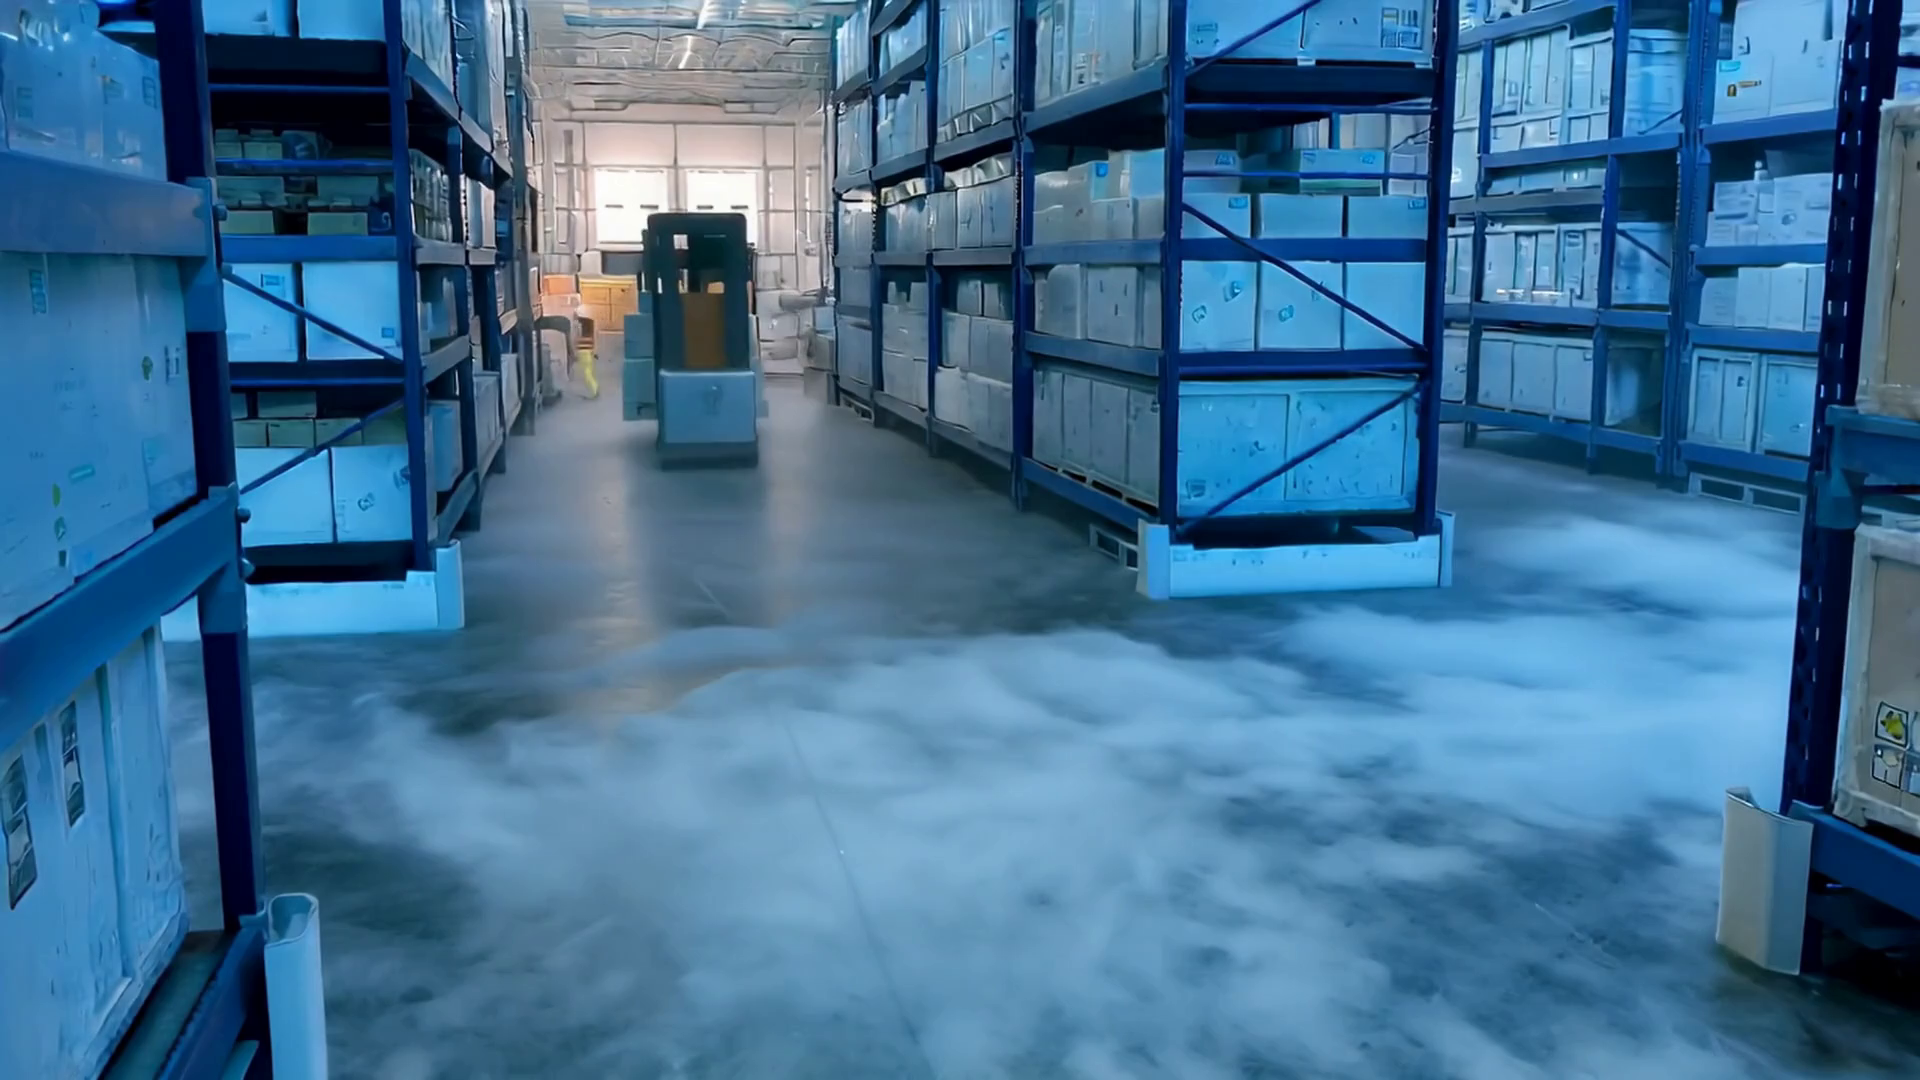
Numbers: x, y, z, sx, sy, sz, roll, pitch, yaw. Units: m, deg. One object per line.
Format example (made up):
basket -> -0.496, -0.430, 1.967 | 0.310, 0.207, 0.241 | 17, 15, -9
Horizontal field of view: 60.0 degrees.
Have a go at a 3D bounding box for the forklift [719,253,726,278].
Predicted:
forklift -> -6.757, -6.590, 44.989 | 1.129, 2.768, 1.873 | -2, 10, -12

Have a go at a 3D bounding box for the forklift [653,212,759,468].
forklift -> -2.906, -2.289, 18.774 | 1.129, 2.768, 1.873 | -2, 10, -12

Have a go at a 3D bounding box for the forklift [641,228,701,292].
forklift -> -4.557, -3.546, 26.435 | 1.129, 2.768, 1.873 | -2, 10, -12

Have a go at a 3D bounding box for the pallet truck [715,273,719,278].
pallet truck -> -8.580, -8.986, 62.280 | 1.885, 1.965, 0.823 | 1, 9, 5

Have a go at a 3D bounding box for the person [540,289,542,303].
person -> -13.463, -7.427, 53.076 | 0.867, 1.908, 0.552 | 2, 10, 14

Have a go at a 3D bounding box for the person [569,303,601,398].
person -> -6.281, -3.171, 27.997 | 0.678, 1.616, 0.519 | 6, 11, 34
